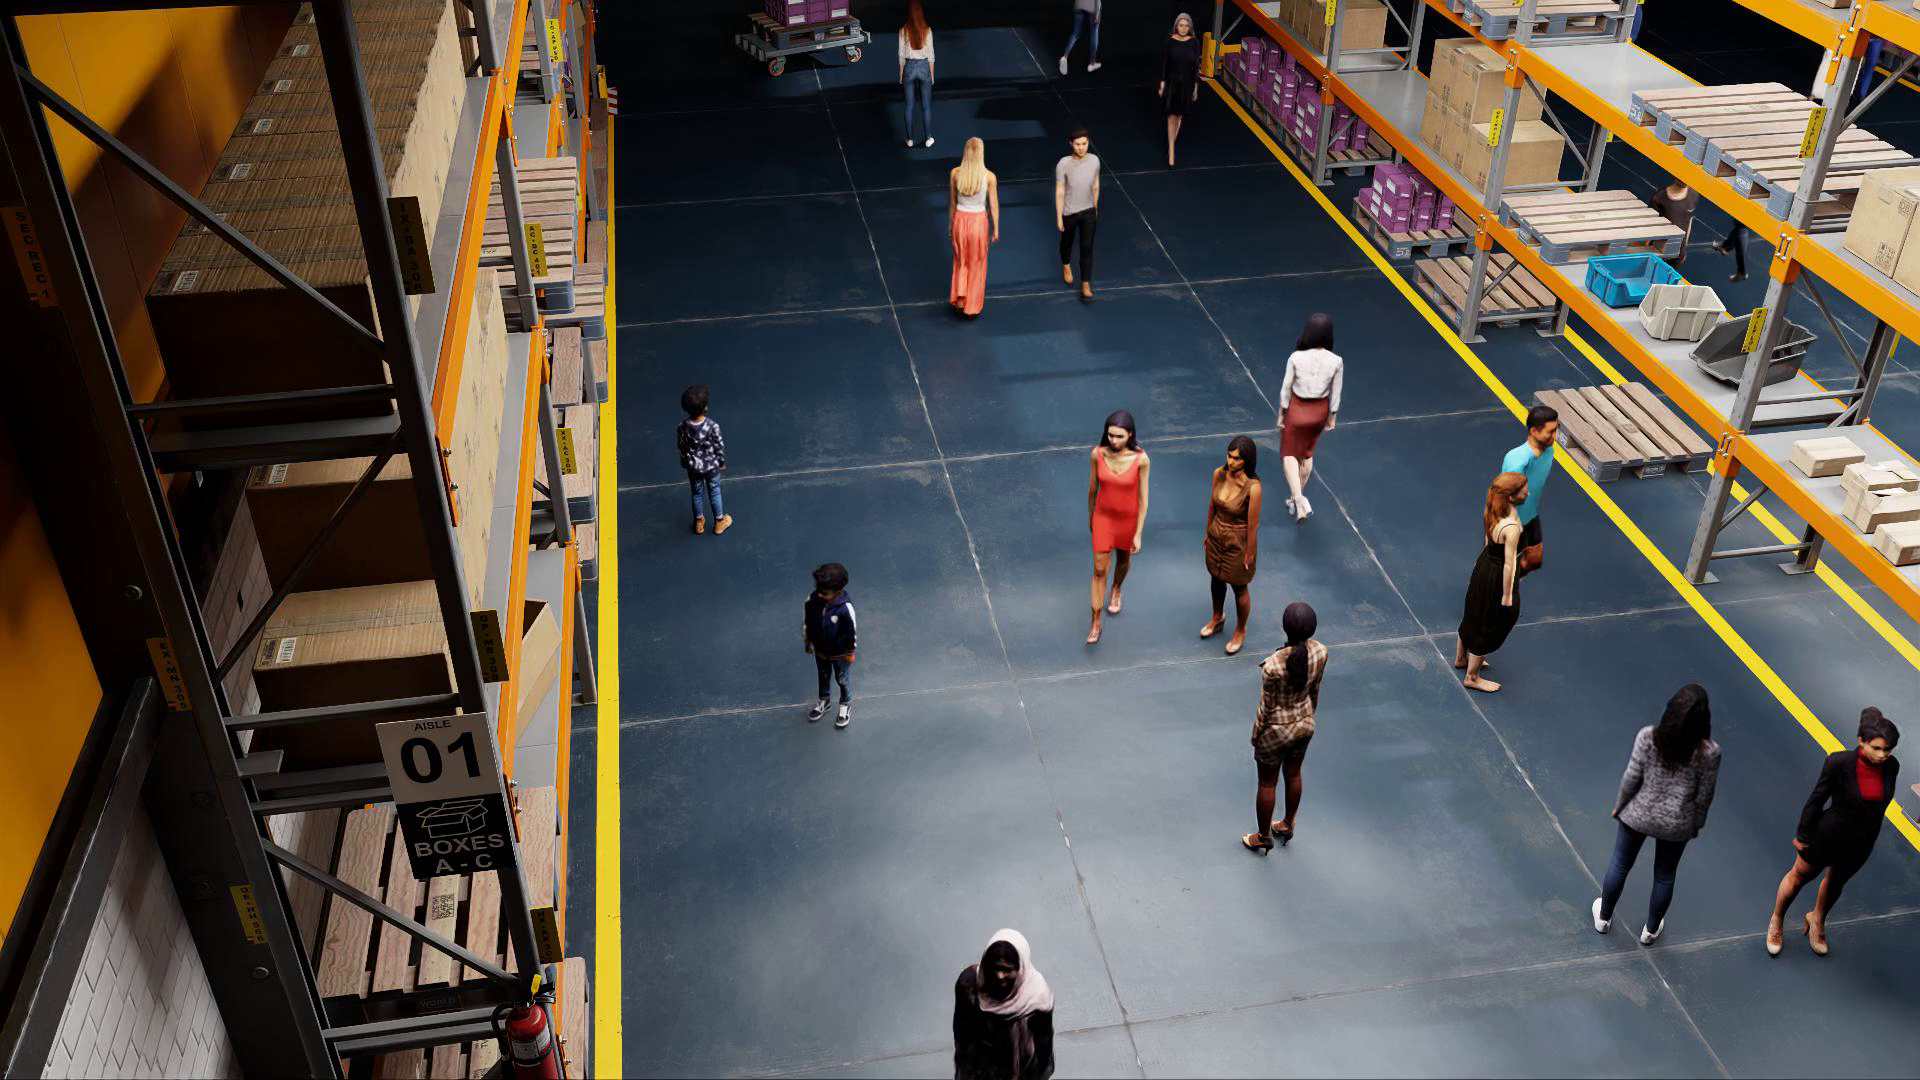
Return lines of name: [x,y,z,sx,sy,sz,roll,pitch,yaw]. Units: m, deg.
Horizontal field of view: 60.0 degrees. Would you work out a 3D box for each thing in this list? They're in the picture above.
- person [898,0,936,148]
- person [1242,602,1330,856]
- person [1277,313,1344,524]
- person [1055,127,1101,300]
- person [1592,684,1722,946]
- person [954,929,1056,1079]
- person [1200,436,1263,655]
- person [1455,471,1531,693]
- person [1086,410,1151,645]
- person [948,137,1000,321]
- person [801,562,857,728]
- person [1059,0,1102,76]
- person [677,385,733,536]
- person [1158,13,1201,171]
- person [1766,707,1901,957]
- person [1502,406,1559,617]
person: [-0.508,-5.490,19.548,0.617,1.728,0.562,1,34,1]
person: [1.871,1.098,9.576,0.642,1.795,0.636,-15,37,-22]
person: [2.620,-0.859,12.576,0.691,1.732,0.910,0,34,1]
person: [1.130,-3.234,16.201,0.635,1.676,1.067,-4,34,-6]
person: [3.795,1.490,9.043,0.689,1.732,0.706,14,36,20]
person: [0.215,2.366,7.824,0.786,1.623,0.904,5,34,8]
person: [1.844,0.027,11.289,0.699,1.683,0.599,-26,41,-33]
person: [3.526,0.250,11.005,0.676,1.625,0.550,0,34,0]
person: [1.115,-0.176,11.592,0.817,1.685,1.077,6,34,9]
person: [0.073,-2.853,15.525,0.834,1.790,0.924,10,35,15]
person: [-0.827,0.654,10.760,0.595,1.224,0.626,13,36,19]
person: [1.590,-6.910,21.694,1.041,1.718,1.104,22,39,29]
person: [-1.962,-0.610,12.638,0.549,1.250,0.557,2,34,4]
person: [2.496,-5.201,19.109,0.652,1.733,0.834,-1,34,-2]
person: [4.718,1.609,8.947,0.621,1.640,0.665,0,34,0]
person: [3.757,-0.180,11.529,0.737,1.762,0.744,-22,39,-29]
